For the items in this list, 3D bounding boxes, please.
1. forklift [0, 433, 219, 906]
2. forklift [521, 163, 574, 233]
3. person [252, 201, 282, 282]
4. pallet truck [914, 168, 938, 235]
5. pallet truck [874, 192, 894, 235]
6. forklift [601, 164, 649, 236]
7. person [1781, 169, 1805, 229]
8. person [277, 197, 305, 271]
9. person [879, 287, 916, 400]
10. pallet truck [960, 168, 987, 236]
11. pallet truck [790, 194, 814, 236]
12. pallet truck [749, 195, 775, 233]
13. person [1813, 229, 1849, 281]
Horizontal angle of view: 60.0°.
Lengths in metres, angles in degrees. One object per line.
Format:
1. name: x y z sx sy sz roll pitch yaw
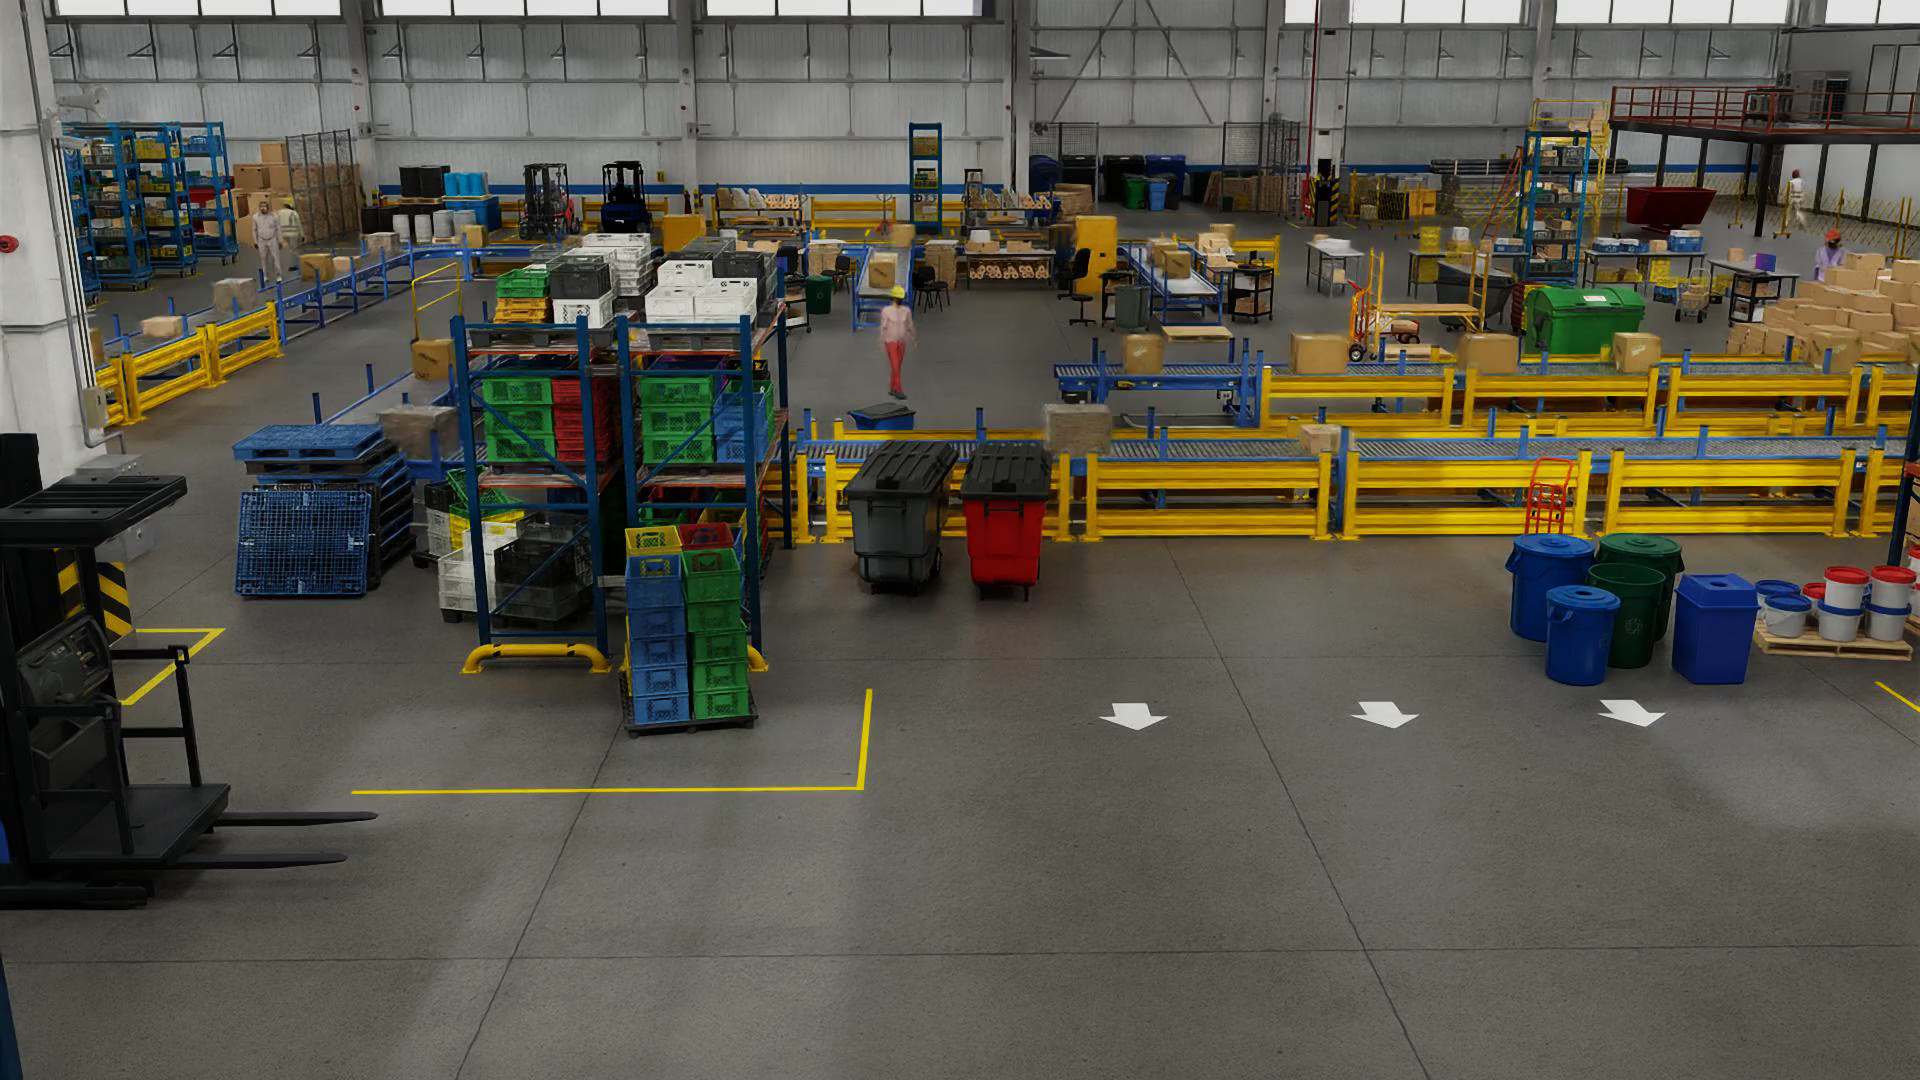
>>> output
1. forklift: -5.952 0.780 10.366 1.873 2.768 1.129 0 16 -1
2. forklift: -12.233 -10.122 49.298 1.157 1.987 2.680 0 16 -1
3. person: -16.397 -7.070 39.389 0.651 1.906 0.409 -3 16 -11
4. pallet truck: -0.989 -10.316 50.507 0.823 1.965 1.885 1 16 3
5. pallet truck: -2.277 -9.986 50.594 0.653 1.274 1.630 0 16 -1
6. forklift: -9.948 -10.127 49.296 1.157 1.987 2.680 -1 16 -3
7. person: 25.918 -10.566 51.633 0.584 1.858 0.780 -1 16 -4
8. person: -16.641 -7.651 41.576 0.629 1.801 0.778 5 17 16
9. person: -0.915 -3.022 25.605 0.552 1.729 0.826 -10 19 -30
10. pallet truck: 0.383 -10.230 50.206 0.823 1.965 1.885 -1 16 -3
11. pallet truck: -4.814 -9.883 50.259 0.704 1.261 1.522 -1 16 -3
12. pallet truck: -6.051 -9.967 50.660 0.680 1.201 1.601 0 16 -1
13. person: 16.505 -4.887 31.622 0.638 1.991 1.010 13 20 38
